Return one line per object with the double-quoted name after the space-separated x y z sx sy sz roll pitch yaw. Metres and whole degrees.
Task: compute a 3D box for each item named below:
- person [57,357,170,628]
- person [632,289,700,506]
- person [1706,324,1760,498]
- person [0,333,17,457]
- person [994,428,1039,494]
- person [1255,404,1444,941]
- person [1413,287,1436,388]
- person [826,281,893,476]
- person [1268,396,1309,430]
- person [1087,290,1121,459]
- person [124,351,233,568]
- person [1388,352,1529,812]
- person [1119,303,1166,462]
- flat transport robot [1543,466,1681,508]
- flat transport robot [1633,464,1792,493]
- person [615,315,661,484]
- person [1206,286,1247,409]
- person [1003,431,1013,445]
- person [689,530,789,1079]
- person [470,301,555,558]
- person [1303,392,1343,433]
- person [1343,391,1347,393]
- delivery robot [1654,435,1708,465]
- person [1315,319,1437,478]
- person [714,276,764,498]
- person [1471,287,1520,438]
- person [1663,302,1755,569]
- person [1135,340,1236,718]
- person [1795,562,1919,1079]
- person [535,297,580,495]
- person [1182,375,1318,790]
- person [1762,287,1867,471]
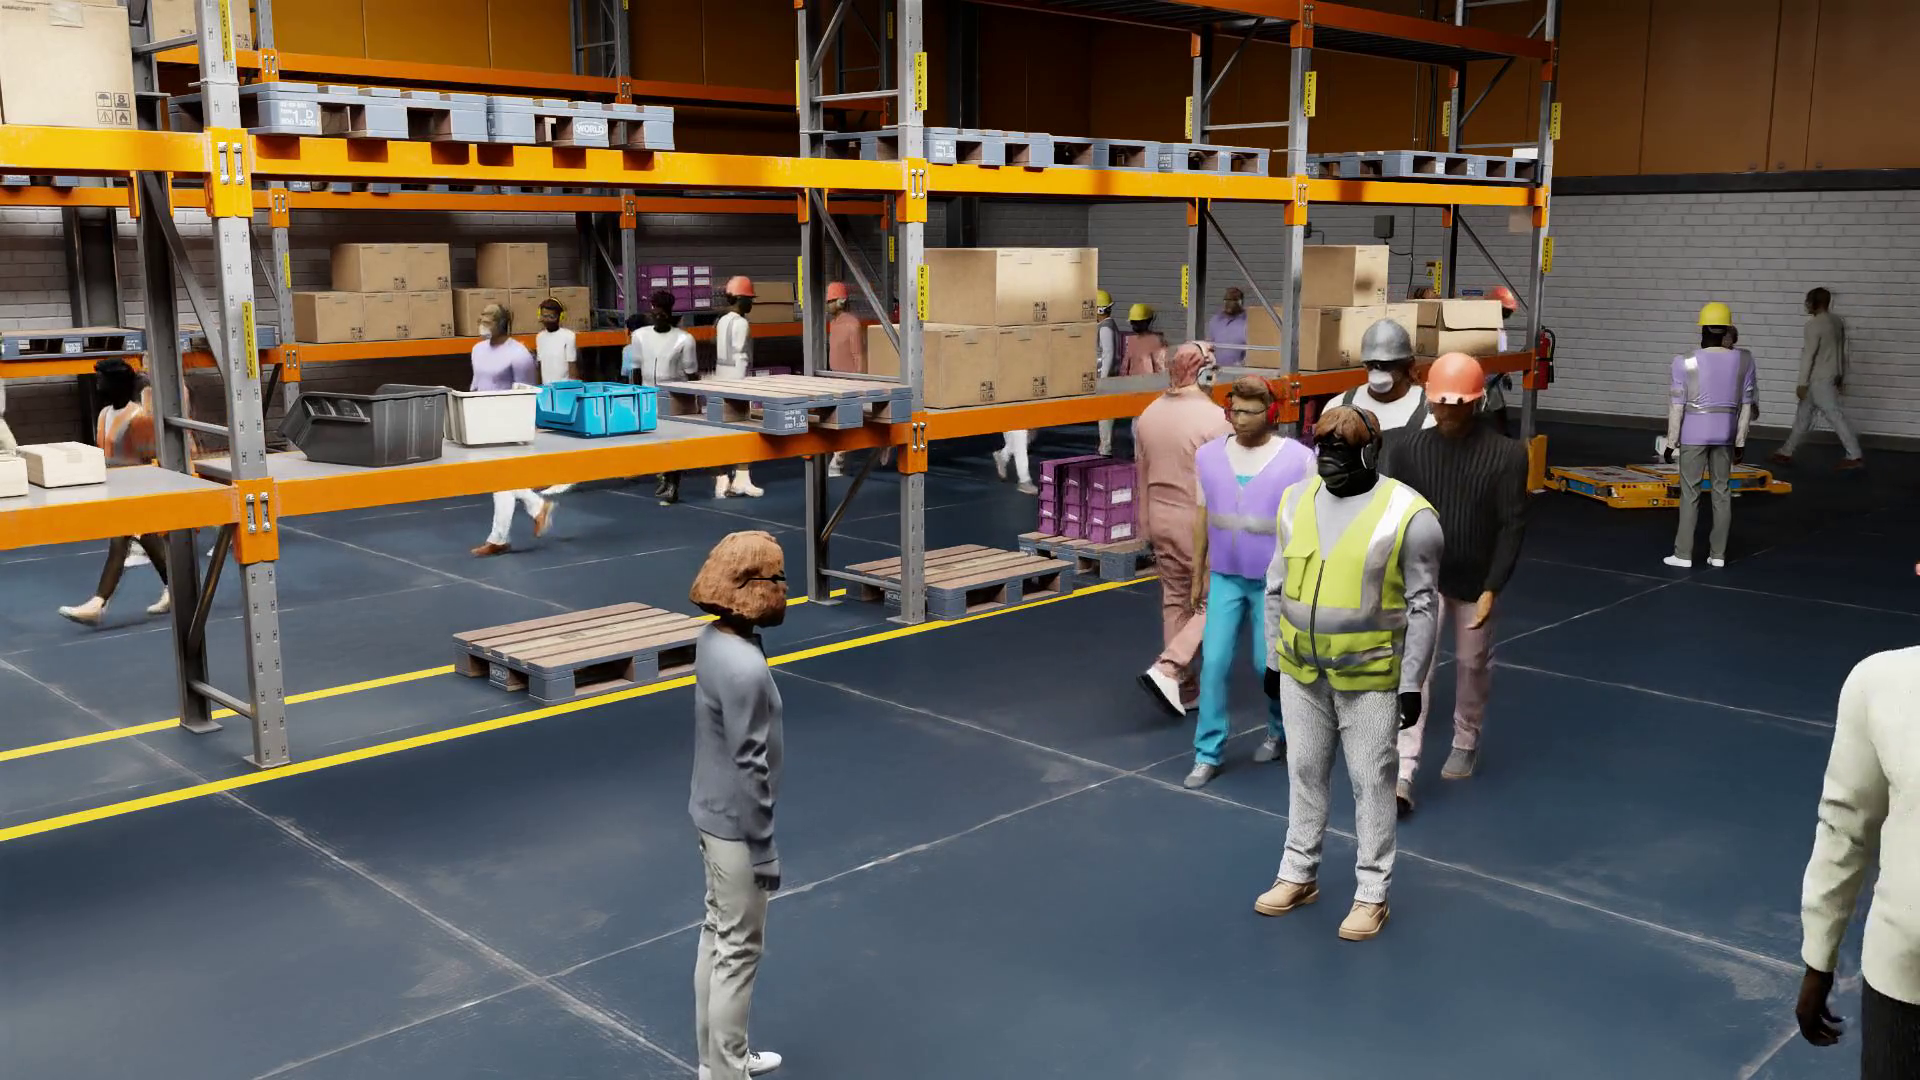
-5.241 -0.292 10.289 0.540 1.644 0.872 9 14 41 "person"
-2.621 -1.278 14.908 0.639 1.936 0.650 3 11 15 "person"
7.121 -1.229 15.510 0.564 1.607 0.641 -1 10 -3 "person"
-8.286 -1.010 14.308 0.335 1.621 0.500 -8 13 -36 "person"
0.545 -1.396 15.748 0.596 1.869 0.731 -7 13 -35 "person"
1.312 0.450 5.735 0.634 1.841 0.429 9 14 41 "person"
5.048 -1.840 18.224 0.429 1.843 0.633 8 13 38 "person"
-1.065 -1.622 16.741 0.838 1.960 0.639 -5 11 -24 "person"
3.155 -1.478 16.052 0.587 1.915 0.397 -10 14 -43 "person"
1.498 -1.723 17.608 0.403 1.831 0.597 1 10 4 "person"
-5.807 -0.621 12.282 0.509 1.590 0.903 5 11 24 "person"
2.078 0.169 7.042 0.597 1.920 1.112 5 11 25 "person"
1.734 -1.450 16.345 0.654 1.739 0.541 -6 12 -28 "person"
5.970 -0.499 15.192 0.652 0.197 1.431 -1 11 -8 "flat transport robot"
6.957 -0.576 15.612 1.431 0.197 0.652 -1 10 -7 "flat transport robot"
-3.078 -1.366 16.161 0.538 1.631 0.859 8 13 38 "person"
2.963 -1.823 18.084 0.649 1.869 0.981 8 13 38 "person"
0.566 -1.892 18.428 0.605 1.865 0.645 -1 10 -3 "person"
-0.594 0.778 4.535 0.277 1.628 0.500 -3 11 -17 "person"
-3.418 -0.847 12.593 0.639 1.924 0.743 9 14 40 "person"
3.608 -1.484 16.504 0.331 1.763 0.525 -8 13 -37 "person"
4.034 -1.679 17.315 0.941 1.854 0.636 2 11 12 "person"
7.200 -0.893 16.315 0.707 0.478 0.477 5 11 23 "delivery robot"
1.982 -0.048 7.905 0.716 2.000 0.688 6 12 28 "person"
-2.019 -1.385 15.208 0.589 2.030 0.664 -5 12 -27 "person"
5.571 -1.675 17.231 0.927 1.875 0.680 4 11 21 "person"
5.380 -0.742 11.998 0.588 1.927 0.370 0 10 1 "person"
1.125 -0.037 8.231 0.515 1.894 0.663 -7 12 -33 "person"
1.912 0.852 3.164 0.446 1.974 0.641 -7 13 -35 "person"
-3.741 -1.314 15.349 0.621 1.844 0.428 8 13 38 "person"
1.303 0.169 7.371 0.601 1.815 0.756 6 12 32 "person"
8.938 -1.666 17.192 0.639 1.883 1.067 -9 14 -41 "person"
